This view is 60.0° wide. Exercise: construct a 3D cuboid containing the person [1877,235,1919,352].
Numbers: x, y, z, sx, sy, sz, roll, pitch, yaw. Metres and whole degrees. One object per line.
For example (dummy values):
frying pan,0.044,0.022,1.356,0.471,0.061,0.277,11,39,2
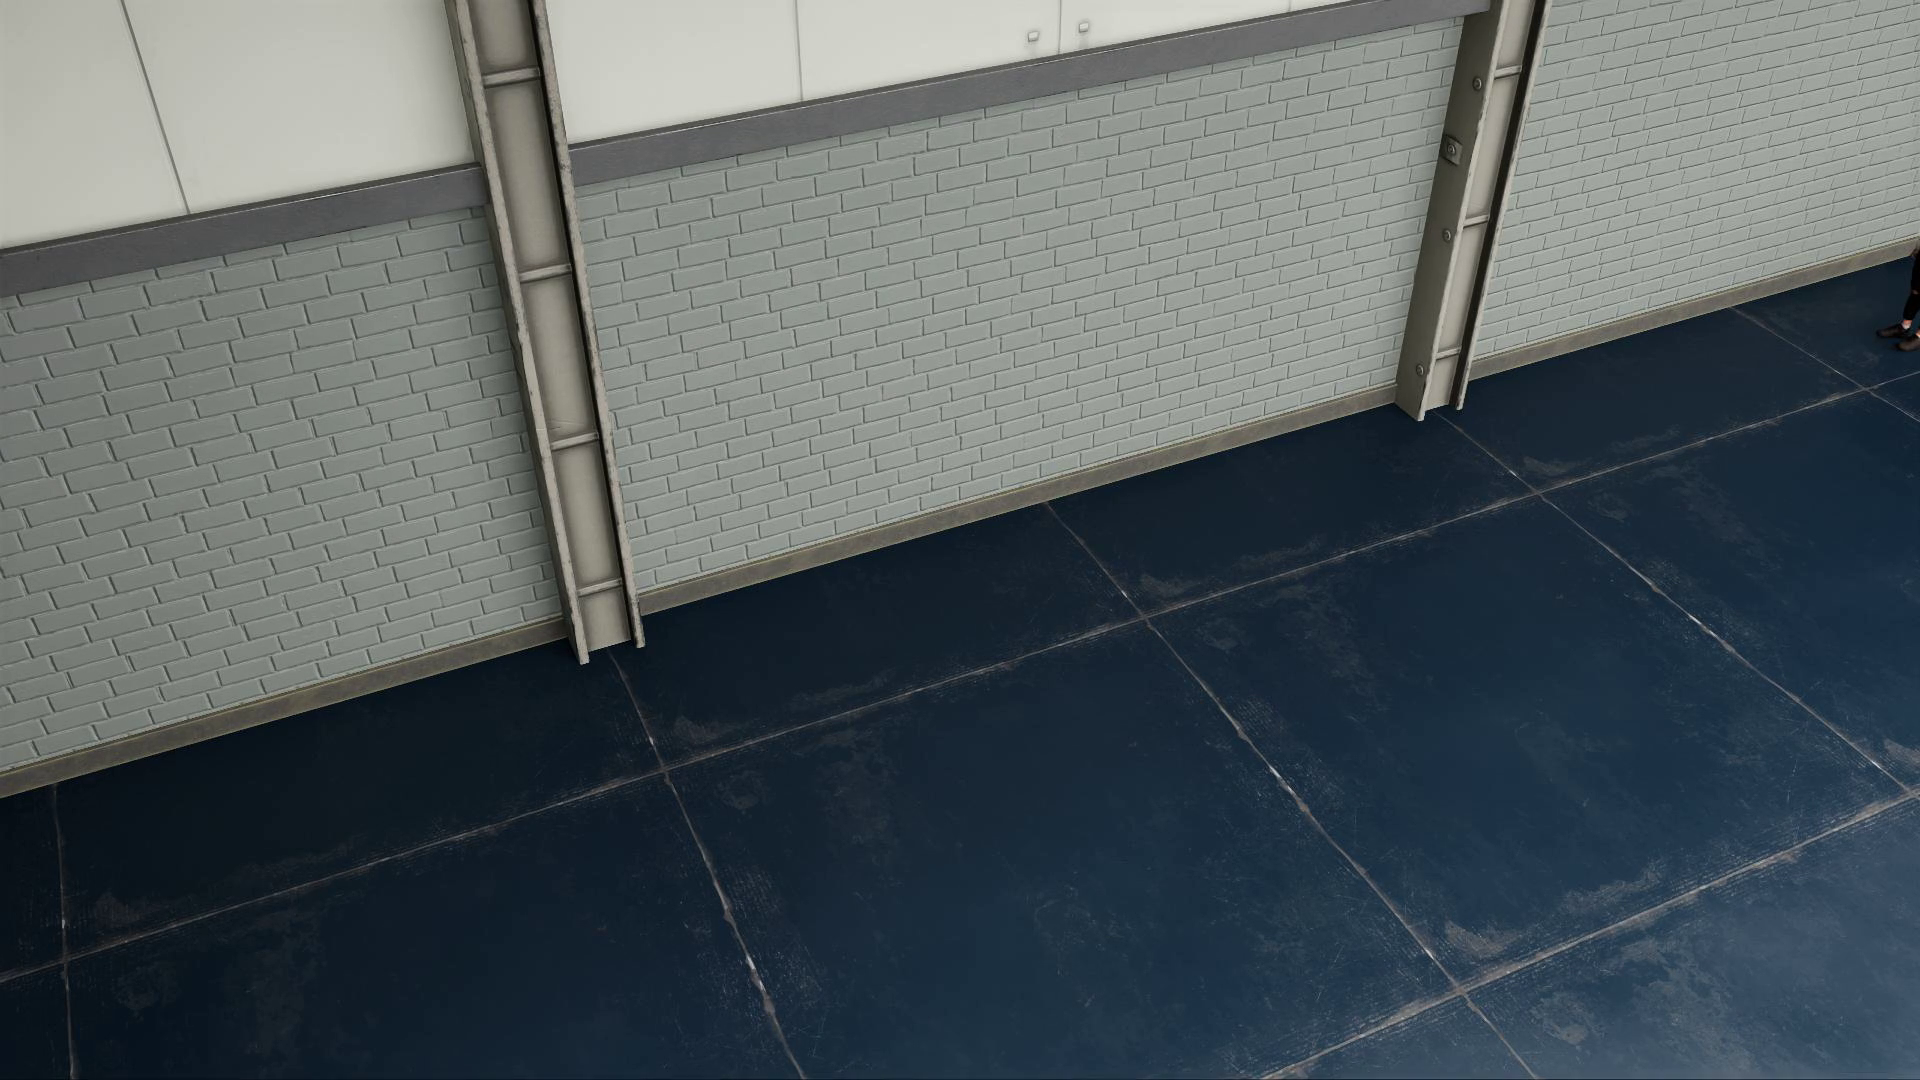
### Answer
person,7.115,-2.070,12.065,0.515,1.484,0.578,-10,39,-13
